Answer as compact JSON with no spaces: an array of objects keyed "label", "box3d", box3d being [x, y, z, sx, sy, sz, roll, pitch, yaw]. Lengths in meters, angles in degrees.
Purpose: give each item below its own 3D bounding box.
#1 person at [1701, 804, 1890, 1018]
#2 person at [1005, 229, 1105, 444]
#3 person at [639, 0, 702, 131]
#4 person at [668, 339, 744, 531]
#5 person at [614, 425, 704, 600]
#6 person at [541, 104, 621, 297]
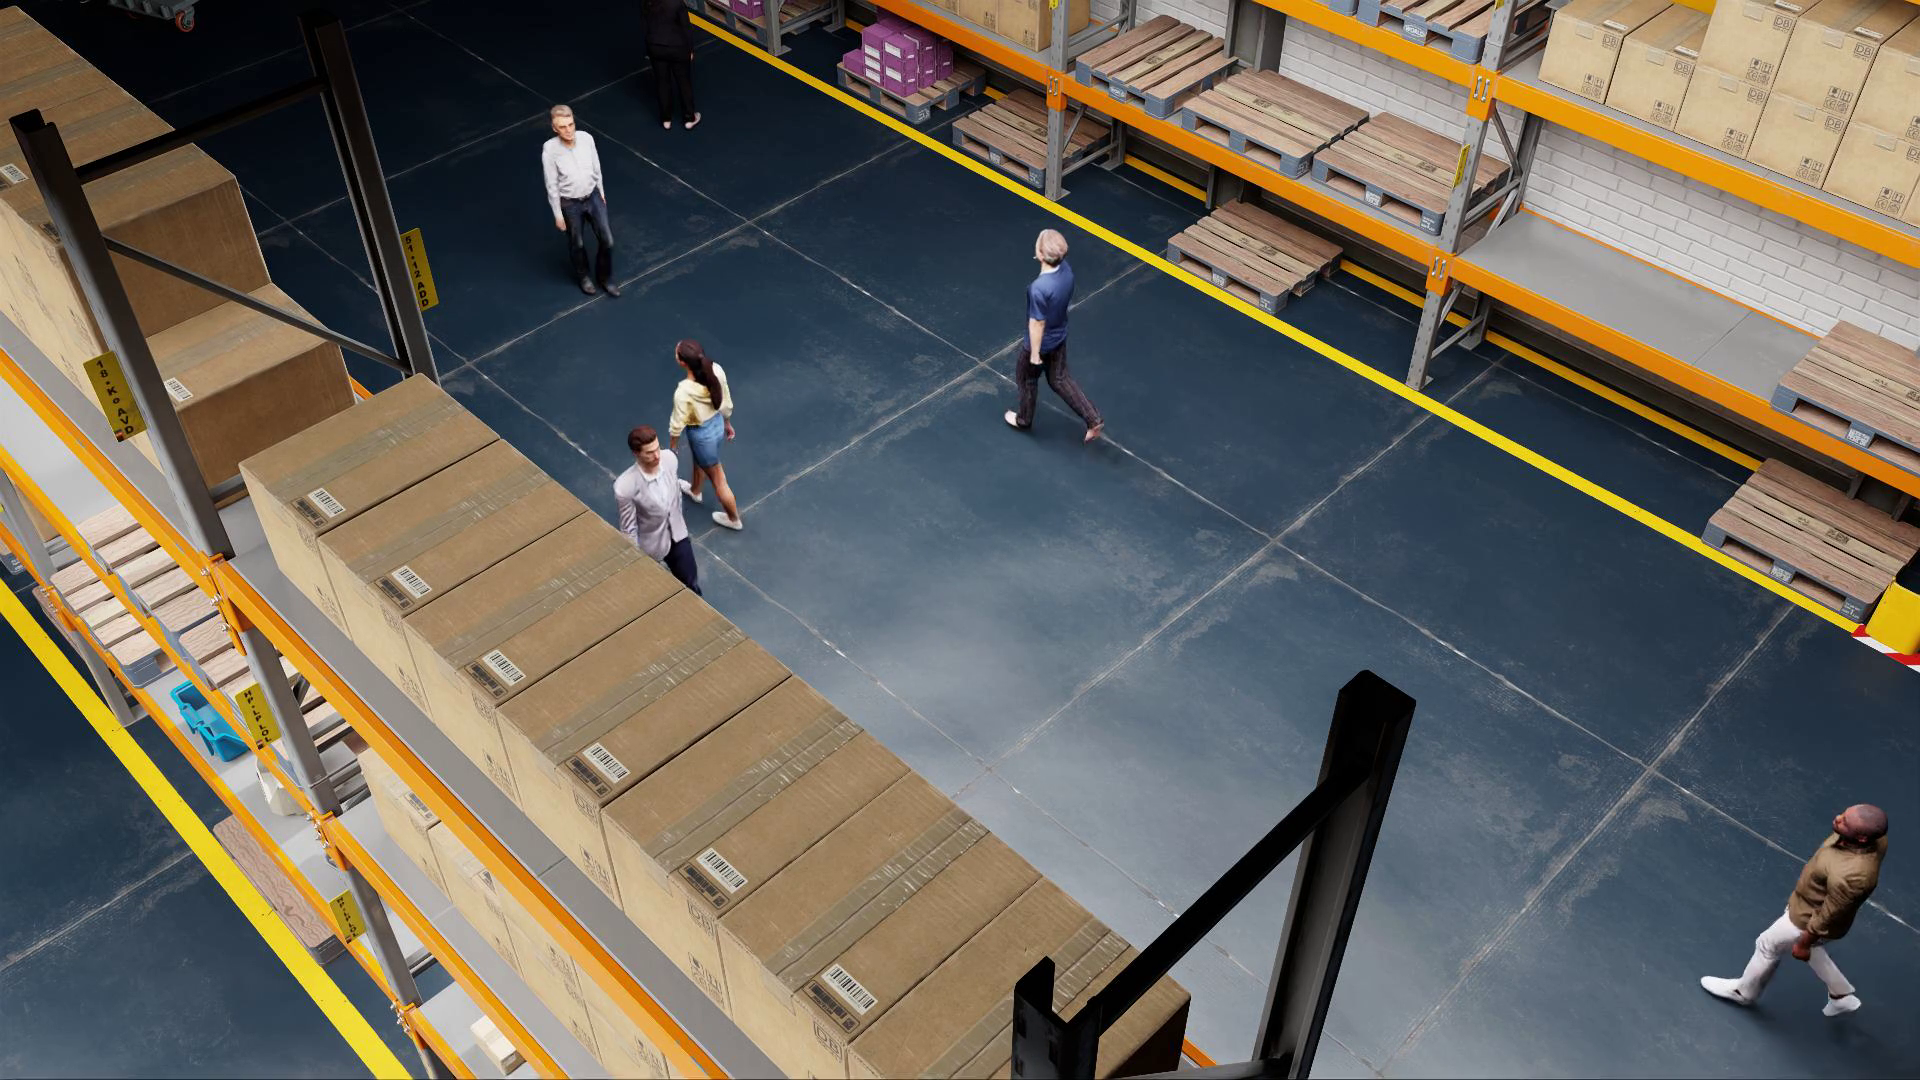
[{"label":"person","box3d":[4.600,1.994,8.805,1.044,1.800,0.838,24,49,23]},{"label":"person","box3d":[0.719,-1.451,12.391,1.101,1.842,0.734,28,50,26]},{"label":"person","box3d":[-2.800,-4.718,15.988,0.751,1.612,0.825,4,44,4]},{"label":"person","box3d":[-1.736,-0.697,11.771,0.971,1.605,0.776,23,48,22]},{"label":"person","box3d":[-2.049,-0.039,10.929,0.690,1.815,1.191,-34,53,-30]},{"label":"person","box3d":[-3.224,-2.873,13.914,0.739,1.801,0.773,-25,49,-24]}]
